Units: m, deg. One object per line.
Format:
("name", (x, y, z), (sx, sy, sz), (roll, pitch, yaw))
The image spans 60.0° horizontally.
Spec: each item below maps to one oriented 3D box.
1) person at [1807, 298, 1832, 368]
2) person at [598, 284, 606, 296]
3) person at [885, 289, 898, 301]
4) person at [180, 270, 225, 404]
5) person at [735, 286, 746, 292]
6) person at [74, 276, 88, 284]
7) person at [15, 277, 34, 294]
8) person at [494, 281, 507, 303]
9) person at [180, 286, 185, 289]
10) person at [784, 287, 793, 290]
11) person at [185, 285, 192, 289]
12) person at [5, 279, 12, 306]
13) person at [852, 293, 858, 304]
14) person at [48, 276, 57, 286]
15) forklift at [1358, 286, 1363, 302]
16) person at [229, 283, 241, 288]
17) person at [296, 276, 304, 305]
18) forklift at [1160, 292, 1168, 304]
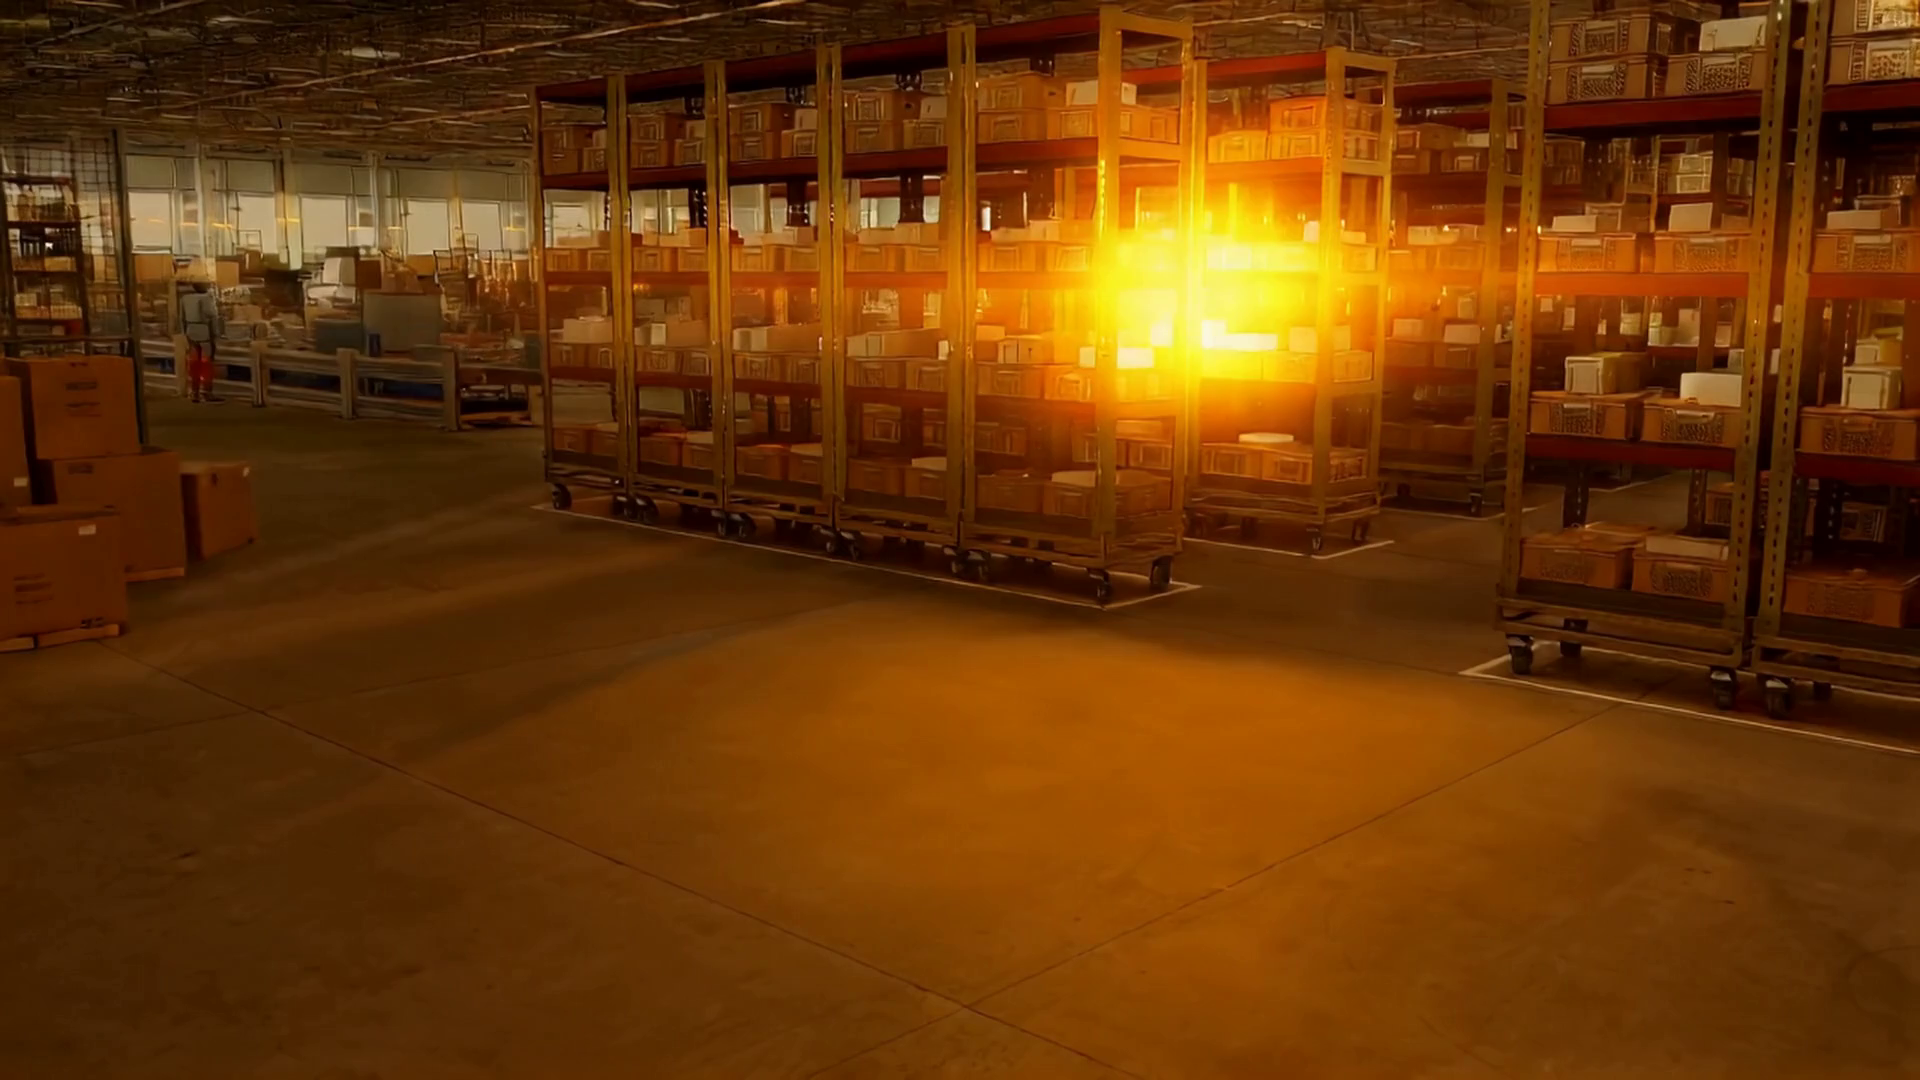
("person", (11.753, -2.491, 22.530), (0.867, 1.791, 0.608), (6, 11, 31))
("person", (-13.457, -9.089, 62.550), (0.360, 1.939, 0.543), (2, 9, 10))
("person", (-2.445, -8.381, 58.792), (0.540, 1.749, 0.598), (-8, 12, -41))
("person", (-11.650, -3.106, 25.550), (0.606, 2.044, 0.374), (4, 10, 25))
("person", (-8.383, -9.129, 62.482), (0.688, 2.000, 0.536), (-1, 9, -6))
("person", (-42.307, -11.910, 80.146), (0.622, 1.845, 0.429), (-5, 10, -26))
("person", (-29.833, -7.539, 53.099), (0.539, 1.930, 0.385), (-9, 13, -43))
("person", (-16.132, -8.304, 58.510), (0.533, 1.693, 0.319), (5, 11, 29))
("person", (-34.740, -11.009, 74.639), (0.488, 1.829, 0.651), (3, 10, 19))
("person", (-7.462, -10.671, 72.530), (0.914, 1.857, 0.578), (5, 10, 27))
("person", (-27.032, -8.379, 58.453), (0.511, 1.862, 0.321), (5, 10, 26))
("person", (-40.544, -10.359, 70.980), (0.402, 1.726, 0.503), (-1, 9, -3))
("person", (-4.044, -9.257, 63.487), (0.624, 1.974, 0.645), (-4, 10, -21))
("person", (-42.406, -11.529, 77.588), (0.811, 1.904, 0.617), (-1, 9, -9))
("forklift", (11.100, -7.017, 46.970), (1.873, 2.768, 1.129), (9, 13, 43))
("person", (-27.267, -9.084, 62.578), (0.593, 1.921, 0.388), (5, 10, 27))
("person", (-22.806, -8.195, 57.395), (0.925, 1.826, 0.541), (-5, 11, -28))
("forklift", (7.928, -9.554, 62.521), (1.873, 2.768, 1.129), (9, 13, 43))
